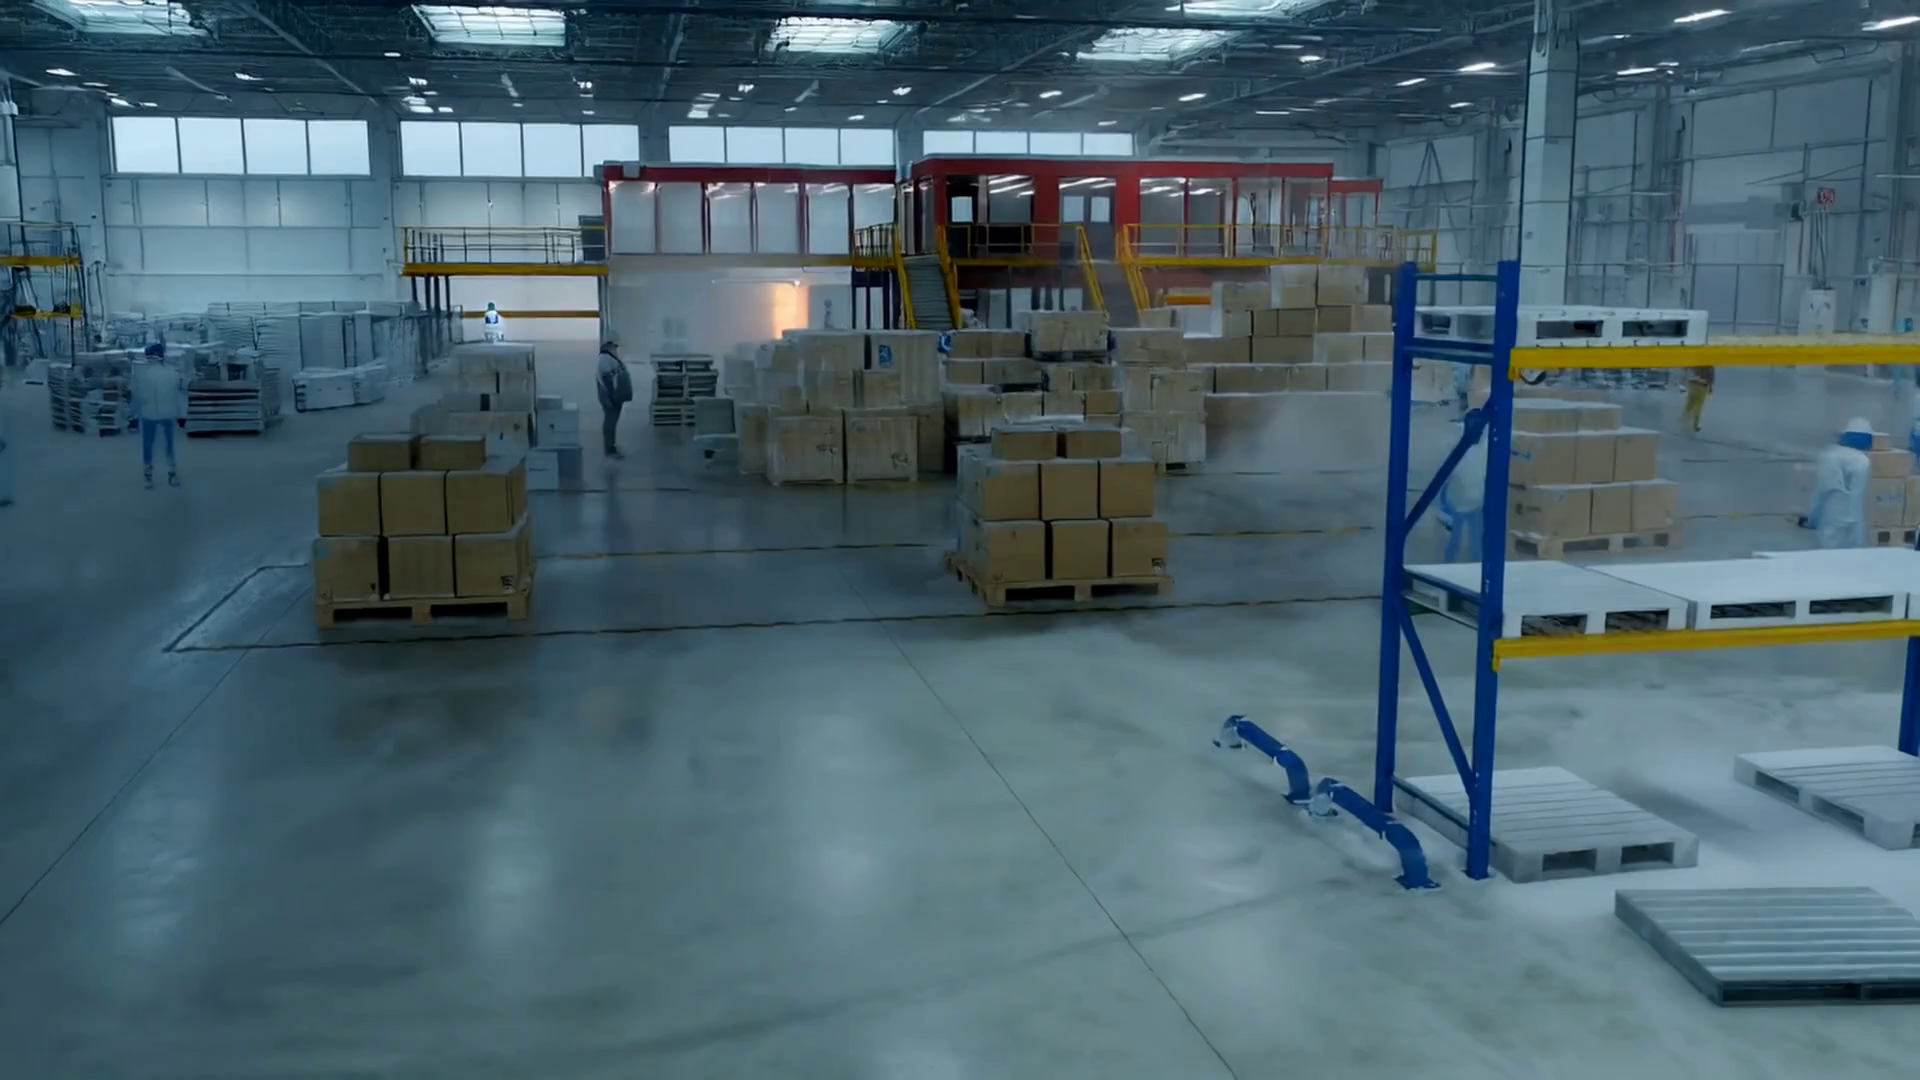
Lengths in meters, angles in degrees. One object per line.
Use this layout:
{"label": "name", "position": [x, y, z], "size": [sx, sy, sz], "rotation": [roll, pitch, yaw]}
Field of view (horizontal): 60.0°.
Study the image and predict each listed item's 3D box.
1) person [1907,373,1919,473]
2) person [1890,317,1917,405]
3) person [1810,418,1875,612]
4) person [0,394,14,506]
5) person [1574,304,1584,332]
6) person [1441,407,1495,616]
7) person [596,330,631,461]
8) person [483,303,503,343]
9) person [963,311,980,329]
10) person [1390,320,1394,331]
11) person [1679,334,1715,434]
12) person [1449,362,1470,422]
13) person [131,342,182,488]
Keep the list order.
{"label": "person", "position": [12.486, -1.362, 21.568], "size": [0.372, 1.680, 0.539], "rotation": [6, 11, 33]}
{"label": "person", "position": [20.634, -3.903, 36.327], "size": [0.624, 1.927, 0.611], "rotation": [3, 10, 17]}
{"label": "person", "position": [7.727, -0.213, 14.504], "size": [0.763, 1.689, 0.479], "rotation": [-2, 10, -14]}
{"label": "person", "position": [-12.224, -1.289, 20.869], "size": [0.526, 1.768, 0.331], "rotation": [-3, 10, -18]}
{"label": "person", "position": [19.046, -6.345, 51.374], "size": [0.608, 1.871, 1.006], "rotation": [-3, 10, -17]}
{"label": "person", "position": [4.402, -0.252, 14.440], "size": [0.487, 1.803, 1.015], "rotation": [1, 9, 5]}
{"label": "person", "position": [-5.399, -2.261, 25.960], "size": [0.538, 2.000, 0.683], "rotation": [-2, 9, -10]}
{"label": "person", "position": [-15.201, -6.797, 54.233], "size": [0.598, 1.830, 0.976], "rotation": [-1, 9, -6]}
{"label": "person", "position": [0.295, -4.657, 40.921], "size": [0.581, 1.920, 0.493], "rotation": [9, 13, 44]}
{"label": "person", "position": [12.134, -5.450, 46.194], "size": [0.665, 1.793, 0.971], "rotation": [5, 11, 28]}
{"label": "person", "position": [13.282, -2.810, 29.949], "size": [0.654, 1.827, 0.445], "rotation": [-2, 10, -13]}
{"label": "person", "position": [9.726, -3.253, 32.387], "size": [0.390, 1.925, 0.624], "rotation": [4, 10, 24]}
{"label": "person", "position": [-10.990, -1.715, 22.770], "size": [0.622, 1.993, 0.386], "rotation": [-7, 12, -38]}
